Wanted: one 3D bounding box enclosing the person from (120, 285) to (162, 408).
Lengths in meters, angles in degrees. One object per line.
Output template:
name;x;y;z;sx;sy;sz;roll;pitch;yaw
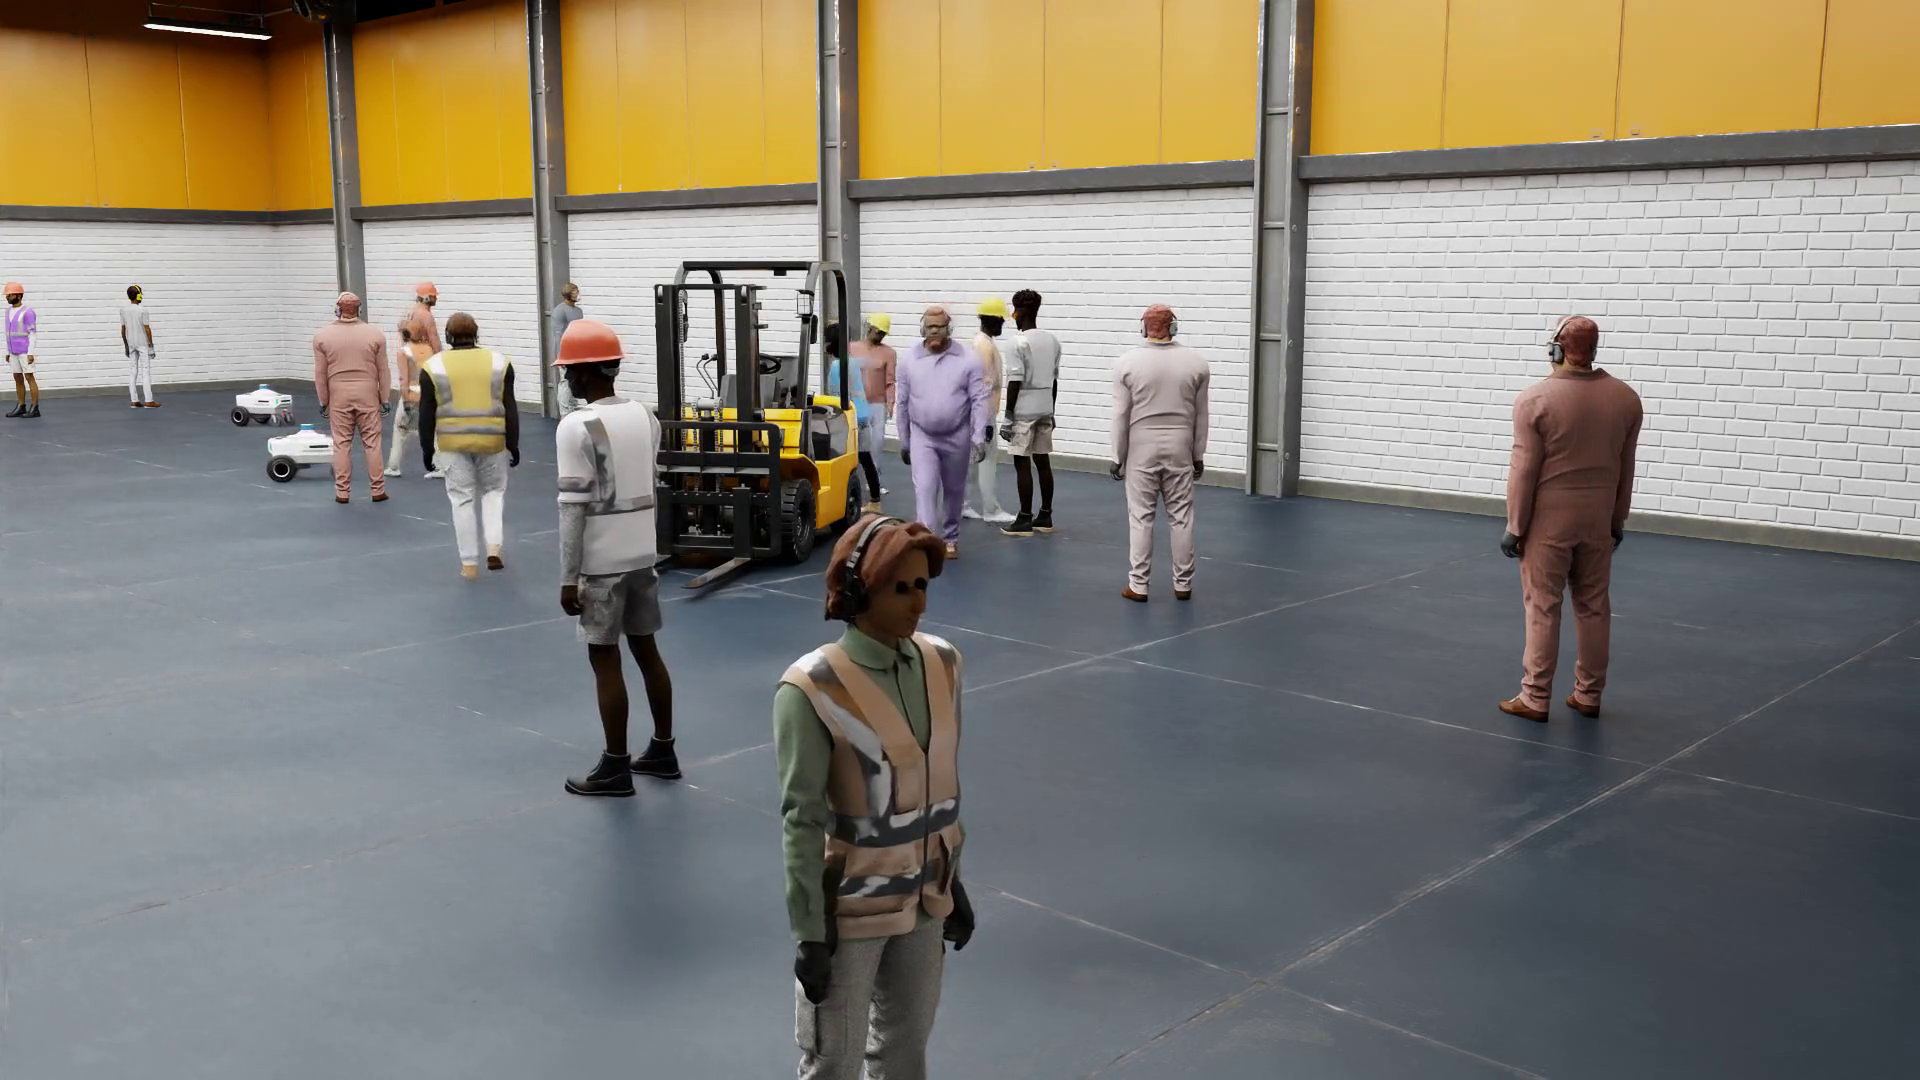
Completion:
person;-12.544;-2.950;25.424;0.513;1.872;0.328;2;9;10

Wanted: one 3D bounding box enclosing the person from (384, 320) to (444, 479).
person;-5.565;-1.416;16.838;0.782;1.606;0.529;4;10;25

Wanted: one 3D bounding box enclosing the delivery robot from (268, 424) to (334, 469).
delivery robot;-6.566;-0.923;16.728;0.707;0.478;0.477;-3;10;-17

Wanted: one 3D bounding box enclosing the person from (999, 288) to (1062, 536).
person;0.548;-1.013;13.252;0.361;1.962;0.616;8;12;42

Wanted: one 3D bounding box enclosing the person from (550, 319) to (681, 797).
person;-1.436;0.073;6.752;0.422;1.924;0.558;5;11;29

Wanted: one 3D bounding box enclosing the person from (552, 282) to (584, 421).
person;-5.219;-2.482;22.344;0.369;1.940;0.631;2;10;14

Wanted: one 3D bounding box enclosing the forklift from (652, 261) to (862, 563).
forklift;-1.552;-1.040;12.721;1.214;2.155;2.313;2;9;11

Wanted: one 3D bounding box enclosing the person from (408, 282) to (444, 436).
person;-6.751;-2.309;21.236;1.038;1.944;0.615;-4;10;-24

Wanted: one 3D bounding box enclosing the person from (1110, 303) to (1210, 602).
person;1.258;-0.551;10.615;0.642;1.905;0.399;-1;9;-8

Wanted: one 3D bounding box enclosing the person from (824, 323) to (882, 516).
person;-1.007;-1.014;14.216;0.708;1.654;0.551;2;10;13

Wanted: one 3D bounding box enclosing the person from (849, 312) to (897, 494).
person;-0.940;-1.278;15.630;0.697;1.719;0.383;0;9;3

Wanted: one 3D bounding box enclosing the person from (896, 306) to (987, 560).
person;-0.136;-0.726;11.837;0.650;1.860;0.992;0;9;1

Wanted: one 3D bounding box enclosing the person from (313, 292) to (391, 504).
person;-5.490;-1.284;15.078;0.647;1.913;0.409;-3;10;-18

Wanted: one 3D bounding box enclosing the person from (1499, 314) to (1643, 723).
person;2.833;-0.096;7.805;0.643;1.912;0.410;-2;10;-13

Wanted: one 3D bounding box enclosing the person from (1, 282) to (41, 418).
person;-13.405;-2.703;23.702;0.545;1.939;0.354;4;10;21

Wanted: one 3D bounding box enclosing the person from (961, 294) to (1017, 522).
person;0.215;-1.097;13.960;0.427;1.937;0.600;-1;9;-8

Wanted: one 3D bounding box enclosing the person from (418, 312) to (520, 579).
person;-3.358;-0.641;11.386;0.663;1.827;0.453;-4;10;-22

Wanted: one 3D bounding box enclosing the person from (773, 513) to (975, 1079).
person;-0.168;0.760;3.387;0.307;1.638;0.511;7;12;38

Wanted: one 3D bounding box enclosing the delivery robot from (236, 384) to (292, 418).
delivery robot;-9.393;-1.858;22.458;0.707;0.478;0.477;3;10;17
